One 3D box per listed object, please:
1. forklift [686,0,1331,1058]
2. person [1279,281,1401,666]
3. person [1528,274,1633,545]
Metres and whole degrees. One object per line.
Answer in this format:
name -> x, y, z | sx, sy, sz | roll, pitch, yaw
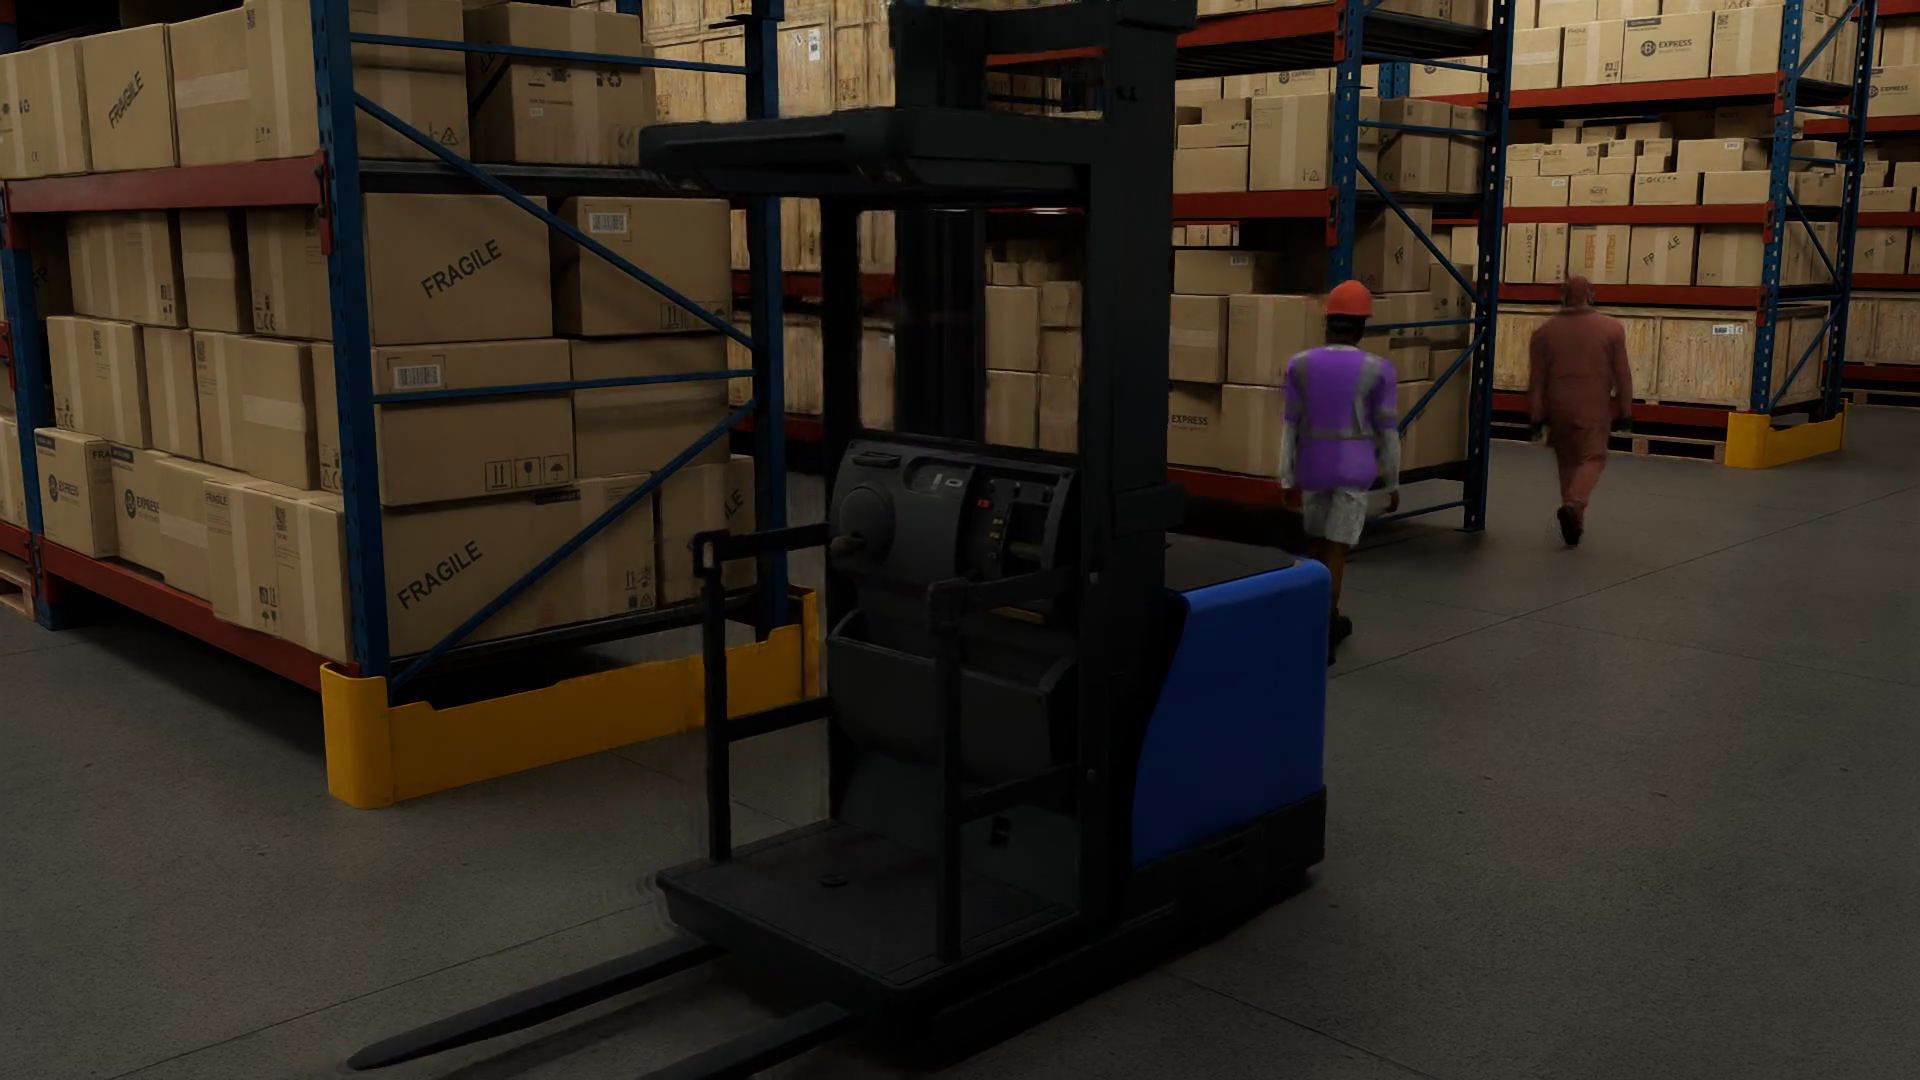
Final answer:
forklift -> 0.225, -0.218, 5.039 | 1.873, 2.768, 1.129 | -10, 14, -44
person -> 1.941, -0.336, 8.349 | 0.564, 1.896, 0.906 | 6, 12, 30
person -> 4.286, -0.901, 11.563 | 0.699, 1.868, 0.833 | 7, 13, 35
